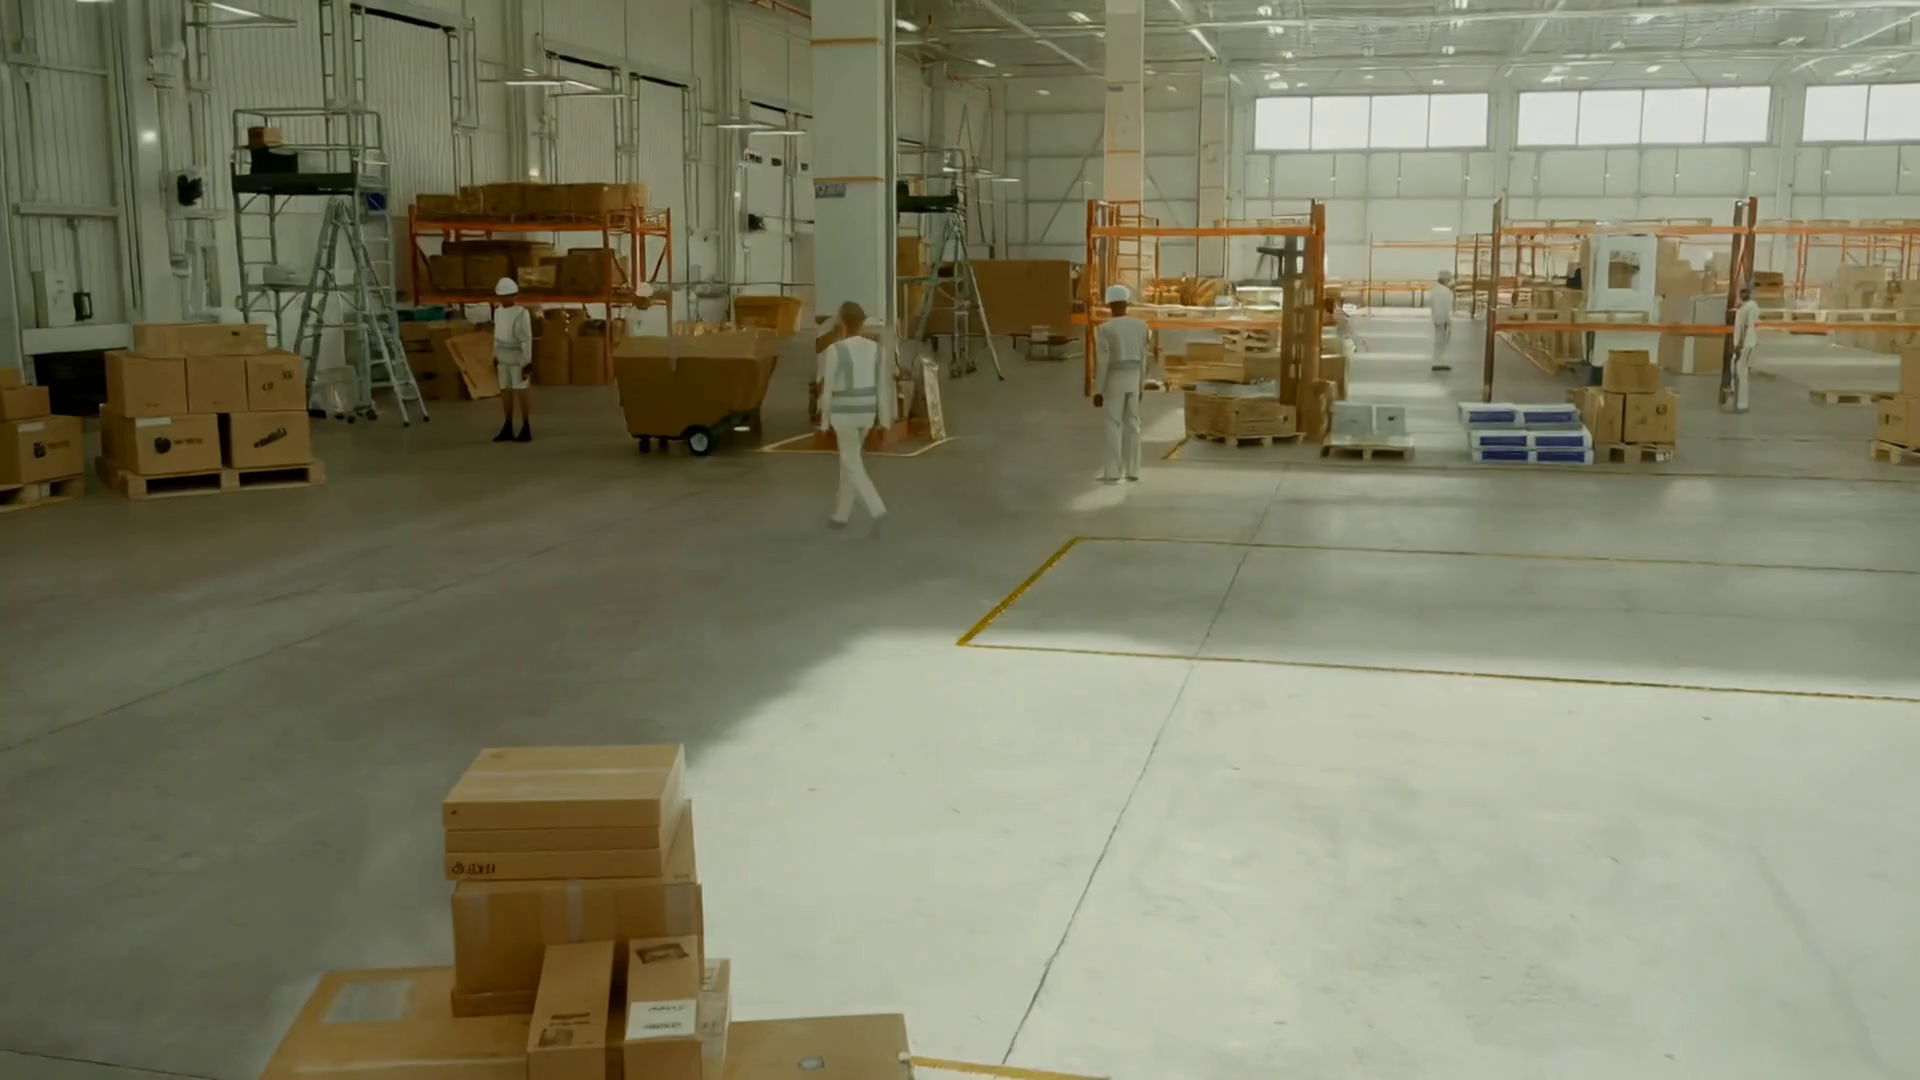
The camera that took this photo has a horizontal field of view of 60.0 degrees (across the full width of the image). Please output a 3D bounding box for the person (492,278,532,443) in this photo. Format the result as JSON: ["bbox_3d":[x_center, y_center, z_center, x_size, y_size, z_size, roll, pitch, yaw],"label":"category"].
[{"bbox_3d":[-5.301,-2.108,19.584,0.551,1.936,0.357,5,11,27],"label":"person"}]

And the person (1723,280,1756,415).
[{"bbox_3d":[10.818,-2.657,23.019,0.313,1.869,0.528,8,12,38],"label":"person"}]

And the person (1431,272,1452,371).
[{"bbox_3d":[9.263,-4.199,32.025,0.342,1.899,0.730,-1,10,-4],"label":"person"}]

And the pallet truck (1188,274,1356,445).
[{"bbox_3d":[3.653,-2.138,19.590,1.885,1.965,0.823,-4,10,-20],"label":"pallet truck"}]

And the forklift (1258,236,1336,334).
[{"bbox_3d":[9.319,-7.005,45.651,1.129,2.768,1.873,-8,12,-38],"label":"forklift"}]

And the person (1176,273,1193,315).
[{"bbox_3d":[7.419,-7.991,55.041,0.552,1.655,0.863,2,10,12],"label":"person"}]

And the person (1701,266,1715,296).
[{"bbox_3d":[22.821,-7.401,50.803,0.362,1.929,0.629,6,11,30],"label":"person"}]

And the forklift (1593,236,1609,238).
[{"bbox_3d":[19.895,-8.030,51.686,1.873,2.768,1.129,6,11,31],"label":"forklift"}]

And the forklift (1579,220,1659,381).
[{"bbox_3d":[11.664,-4.222,29.261,1.129,2.768,1.873,2,10,14],"label":"forklift"}]

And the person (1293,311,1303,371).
[{"bbox_3d":[6.625,-4.100,31.921,0.323,1.736,0.488,6,11,31],"label":"person"}]

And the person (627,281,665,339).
[{"bbox_3d":[-3.892,-2.303,20.868,0.597,1.898,0.734,7,12,34],"label":"person"}]

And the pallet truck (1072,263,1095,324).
[{"bbox_3d":[4.325,-8.180,55.162,0.823,1.965,1.885,6,11,31],"label":"pallet truck"}]

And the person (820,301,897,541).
[{"bbox_3d":[-0.787,-0.917,12.842,0.892,1.856,0.584,9,13,44],"label":"person"}]

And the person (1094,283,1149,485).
[{"bbox_3d":[1.541,-1.494,15.995,0.587,1.930,0.359,-6,12,-33],"label":"person"}]

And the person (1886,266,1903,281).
[{"bbox_3d":[28.538,-7.414,50.915,0.547,1.905,0.657,-1,10,-7],"label":"person"}]
